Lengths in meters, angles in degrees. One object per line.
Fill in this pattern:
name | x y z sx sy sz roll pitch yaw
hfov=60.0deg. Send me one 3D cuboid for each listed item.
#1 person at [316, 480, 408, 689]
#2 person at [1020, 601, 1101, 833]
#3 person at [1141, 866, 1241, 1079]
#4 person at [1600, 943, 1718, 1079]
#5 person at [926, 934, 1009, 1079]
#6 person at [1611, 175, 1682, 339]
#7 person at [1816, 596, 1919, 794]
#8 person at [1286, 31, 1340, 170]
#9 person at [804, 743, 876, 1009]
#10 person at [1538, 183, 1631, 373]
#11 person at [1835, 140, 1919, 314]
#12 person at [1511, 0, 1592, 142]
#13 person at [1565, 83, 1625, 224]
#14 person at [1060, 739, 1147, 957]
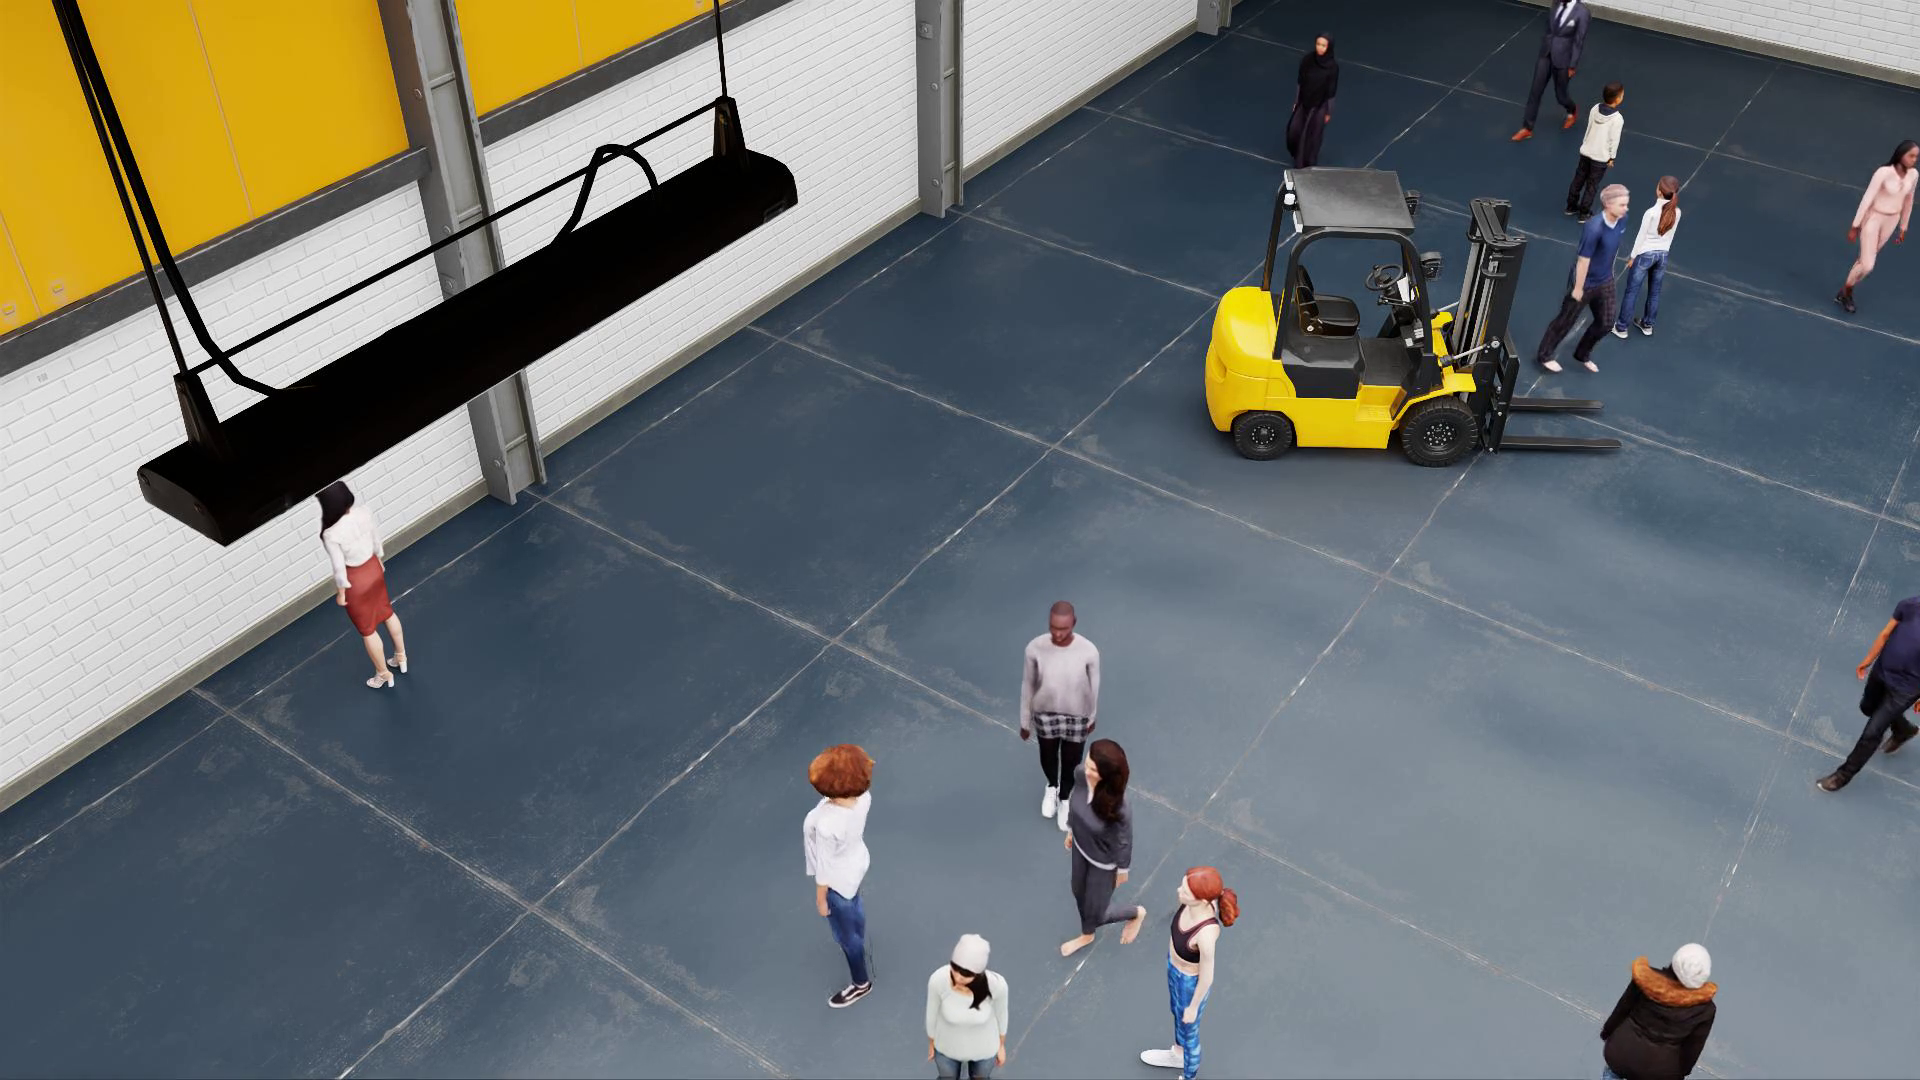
person | -4.077 0.293 11.340 0.694 1.753 0.510 16 41 19
person | 0.635 1.022 10.422 0.749 1.759 0.774 6 39 8
person | 1.199 2.331 8.761 0.751 1.785 0.685 -3 39 -4
person | 3.490 2.650 8.496 0.673 1.618 0.935 19 42 22
person | 0.030 2.577 8.565 0.639 1.647 0.654 2 39 3
person | 6.267 -2.565 15.080 0.615 1.552 0.678 -7 39 -9
person | 6.050 0.864 10.611 1.153 1.770 1.034 -12 40 -14
person | 3.770 -4.622 17.612 0.599 1.606 0.787 25 45 28
person | -0.637 1.890 9.392 0.865 1.688 0.644 10 40 12
person | 5.439 -2.302 14.514 0.843 1.845 0.890 -20 43 -23
person | 8.445 -2.939 15.420 0.753 1.711 0.823 -9 39 -11
person | 6.617 -5.289 18.294 1.197 1.796 0.942 -23 44 -26
person | 6.447 -3.935 16.875 0.646 1.452 0.645 -19 42 -22
person | 0.852 1.735 9.529 0.849 1.758 0.759 -23 44 -26
